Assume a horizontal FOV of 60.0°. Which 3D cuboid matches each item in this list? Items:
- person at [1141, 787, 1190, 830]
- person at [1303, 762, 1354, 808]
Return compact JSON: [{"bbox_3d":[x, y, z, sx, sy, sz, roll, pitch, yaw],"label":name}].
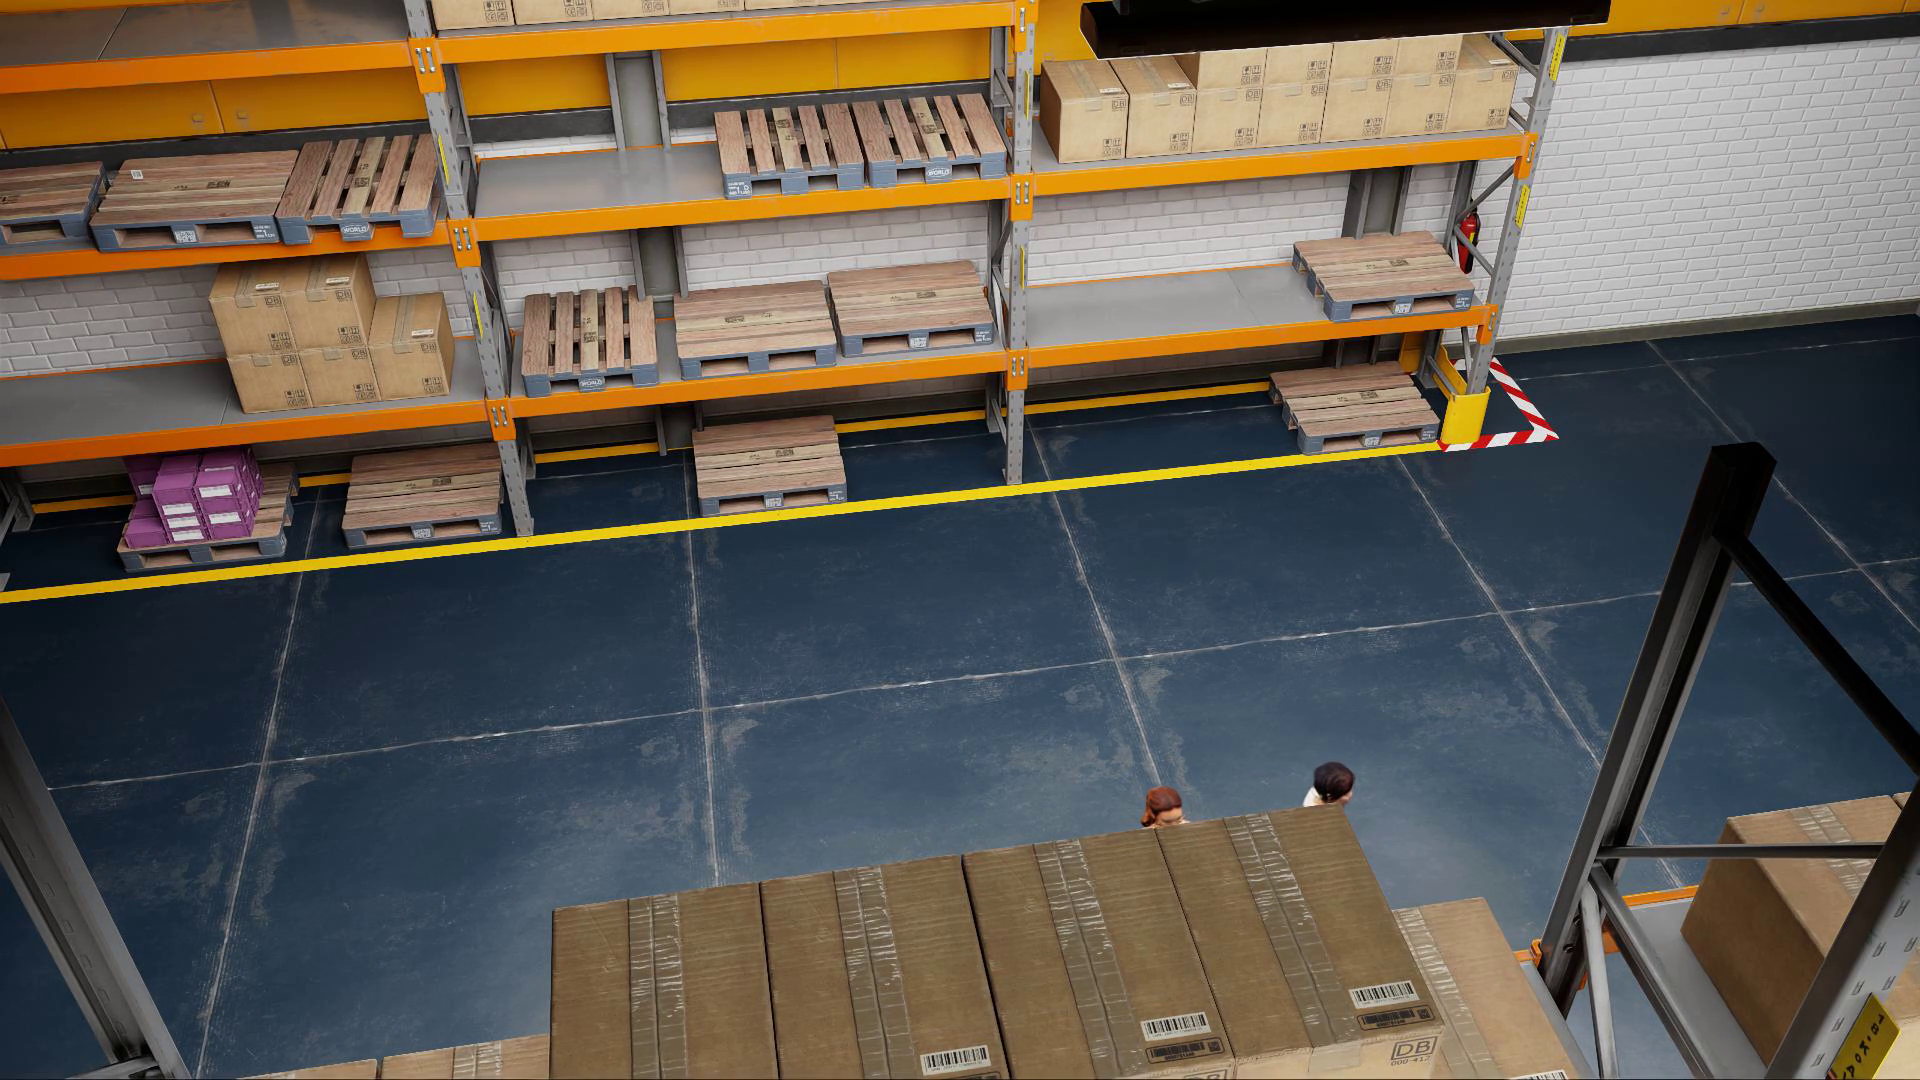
[{"bbox_3d":[1.089,2.023,9.314,0.594,1.791,0.713,-19,42,-22],"label":"person"},{"bbox_3d":[2.037,1.887,9.645,0.628,1.589,0.655,10,40,12],"label":"person"}]
